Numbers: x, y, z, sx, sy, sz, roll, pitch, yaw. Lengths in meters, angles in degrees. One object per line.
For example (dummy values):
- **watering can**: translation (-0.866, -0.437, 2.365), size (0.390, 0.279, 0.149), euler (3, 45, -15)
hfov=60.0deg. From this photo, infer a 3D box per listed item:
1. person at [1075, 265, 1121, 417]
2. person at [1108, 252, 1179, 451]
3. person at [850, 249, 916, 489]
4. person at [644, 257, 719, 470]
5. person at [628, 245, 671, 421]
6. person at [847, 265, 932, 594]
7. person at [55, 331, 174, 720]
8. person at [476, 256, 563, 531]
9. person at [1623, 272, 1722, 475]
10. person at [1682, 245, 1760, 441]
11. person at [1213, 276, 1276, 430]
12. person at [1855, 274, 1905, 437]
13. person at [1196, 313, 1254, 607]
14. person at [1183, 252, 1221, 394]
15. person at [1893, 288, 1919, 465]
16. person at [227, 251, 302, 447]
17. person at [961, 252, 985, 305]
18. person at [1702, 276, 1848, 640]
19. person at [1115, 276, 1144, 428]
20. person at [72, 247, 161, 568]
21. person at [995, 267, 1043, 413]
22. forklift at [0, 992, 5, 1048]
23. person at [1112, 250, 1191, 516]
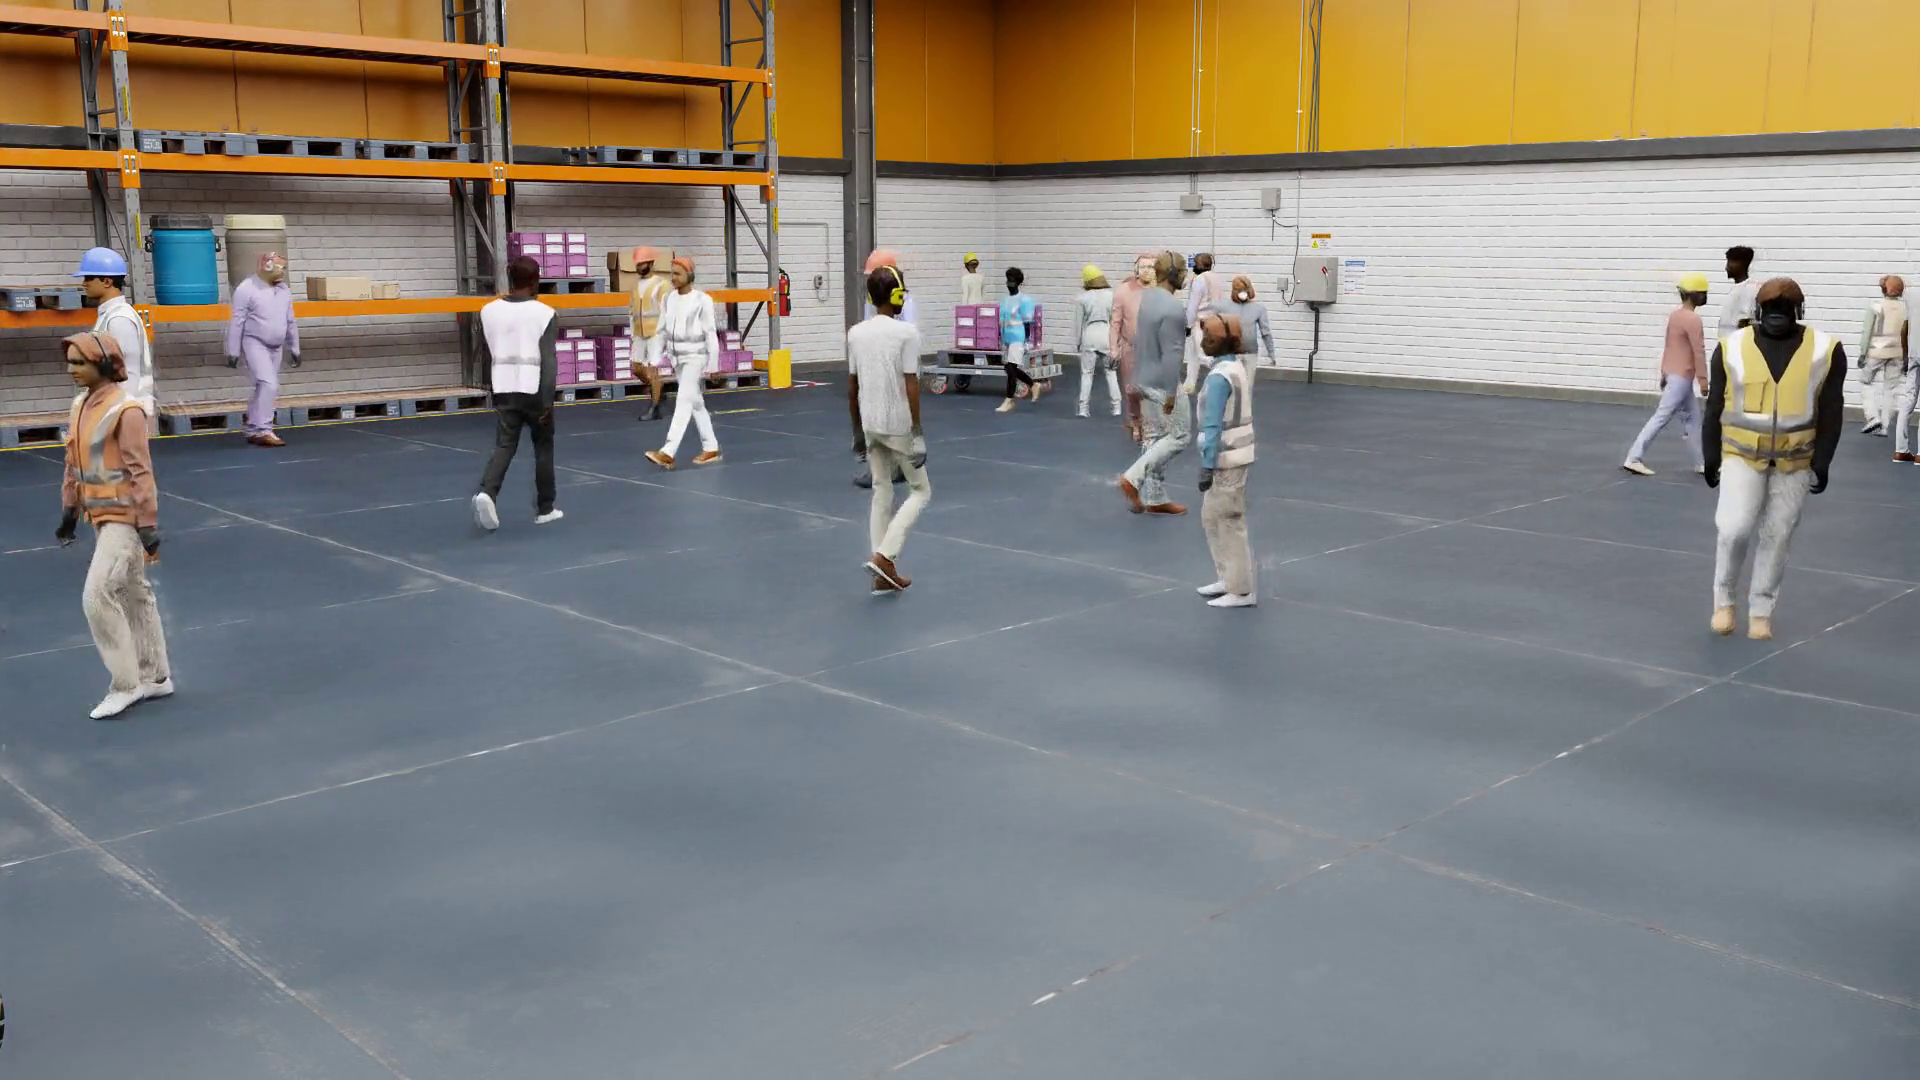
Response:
- **person**: translation (1.552, -2.211, 18.569), size (0.543, 1.694, 0.515), euler (-1, 10, -3)
- **person**: translation (1.765, -1.823, 15.963), size (0.648, 1.875, 0.935), euler (2, 11, 12)
- **person**: translation (-0.668, -1.367, 13.387), size (0.808, 1.904, 0.551), euler (-7, 12, -32)
- **person**: translation (-2.441, -1.538, 14.497), size (0.583, 1.827, 0.990), euler (9, 13, 39)
- **person**: translation (-3.392, -2.263, 18.231), size (0.542, 1.923, 0.484), euler (5, 12, 26)
- **person**: translation (-0.387, -0.609, 9.367), size (0.563, 1.856, 0.396), euler (7, 13, 35)
- **person**: translation (-3.627, -0.063, 7.020), size (0.532, 1.619, 0.553), euler (9, 14, 42)
- **person**: translation (-3.054, -1.009, 11.479), size (0.594, 1.888, 0.823), euler (2, 11, 11)
- **person**: translation (6.076, -1.382, 13.986), size (0.936, 1.720, 0.535), euler (1, 10, 5)
- **person**: translation (7.639, -1.903, 16.219), size (0.884, 1.939, 0.608), euler (1, 10, 5)
- **person**: translation (2.911, -1.879, 16.961), size (0.626, 1.594, 0.682), euler (0, 10, 3)
- **person**: translation (9.301, -1.851, 16.751), size (0.543, 1.623, 0.376), euler (0, 10, -1)
- **person**: translation (1.436, -0.416, 8.981), size (0.377, 1.612, 0.544), euler (2, 11, 13)
- **person**: translation (3.127, -2.721, 21.026), size (0.863, 1.812, 0.628), euler (5, 12, 27)
- **person**: translation (8.547, -1.595, 14.698), size (0.328, 1.876, 0.514), euler (-3, 11, -17)
- **person**: translation (-6.646, -1.815, 15.922), size (0.717, 1.866, 0.663), euler (3, 11, 17)
- **person**: translation (0.174, -3.413, 24.909), size (0.319, 1.765, 0.533), euler (9, 14, 40)
- **person**: translation (4.033, -0.391, 8.290), size (0.623, 1.822, 0.465), euler (4, 11, 22)
- **person**: translation (1.906, -1.995, 17.612), size (0.581, 1.603, 0.516), euler (-7, 13, -35)
- **person**: translation (-5.104, -0.791, 10.112), size (0.386, 1.948, 0.601), euler (-6, 12, -32)
- **person**: translation (0.701, -2.300, 19.096), size (0.676, 1.671, 0.530), euler (-8, 13, -36)
- **forklift**: translation (-3.245, 0.323, 3.363), size (2.313, 2.155, 1.214), euler (2, 11, 13)
- **person**: translation (1.384, -1.091, 11.836), size (0.524, 1.926, 0.634), euler (-3, 11, -15)
